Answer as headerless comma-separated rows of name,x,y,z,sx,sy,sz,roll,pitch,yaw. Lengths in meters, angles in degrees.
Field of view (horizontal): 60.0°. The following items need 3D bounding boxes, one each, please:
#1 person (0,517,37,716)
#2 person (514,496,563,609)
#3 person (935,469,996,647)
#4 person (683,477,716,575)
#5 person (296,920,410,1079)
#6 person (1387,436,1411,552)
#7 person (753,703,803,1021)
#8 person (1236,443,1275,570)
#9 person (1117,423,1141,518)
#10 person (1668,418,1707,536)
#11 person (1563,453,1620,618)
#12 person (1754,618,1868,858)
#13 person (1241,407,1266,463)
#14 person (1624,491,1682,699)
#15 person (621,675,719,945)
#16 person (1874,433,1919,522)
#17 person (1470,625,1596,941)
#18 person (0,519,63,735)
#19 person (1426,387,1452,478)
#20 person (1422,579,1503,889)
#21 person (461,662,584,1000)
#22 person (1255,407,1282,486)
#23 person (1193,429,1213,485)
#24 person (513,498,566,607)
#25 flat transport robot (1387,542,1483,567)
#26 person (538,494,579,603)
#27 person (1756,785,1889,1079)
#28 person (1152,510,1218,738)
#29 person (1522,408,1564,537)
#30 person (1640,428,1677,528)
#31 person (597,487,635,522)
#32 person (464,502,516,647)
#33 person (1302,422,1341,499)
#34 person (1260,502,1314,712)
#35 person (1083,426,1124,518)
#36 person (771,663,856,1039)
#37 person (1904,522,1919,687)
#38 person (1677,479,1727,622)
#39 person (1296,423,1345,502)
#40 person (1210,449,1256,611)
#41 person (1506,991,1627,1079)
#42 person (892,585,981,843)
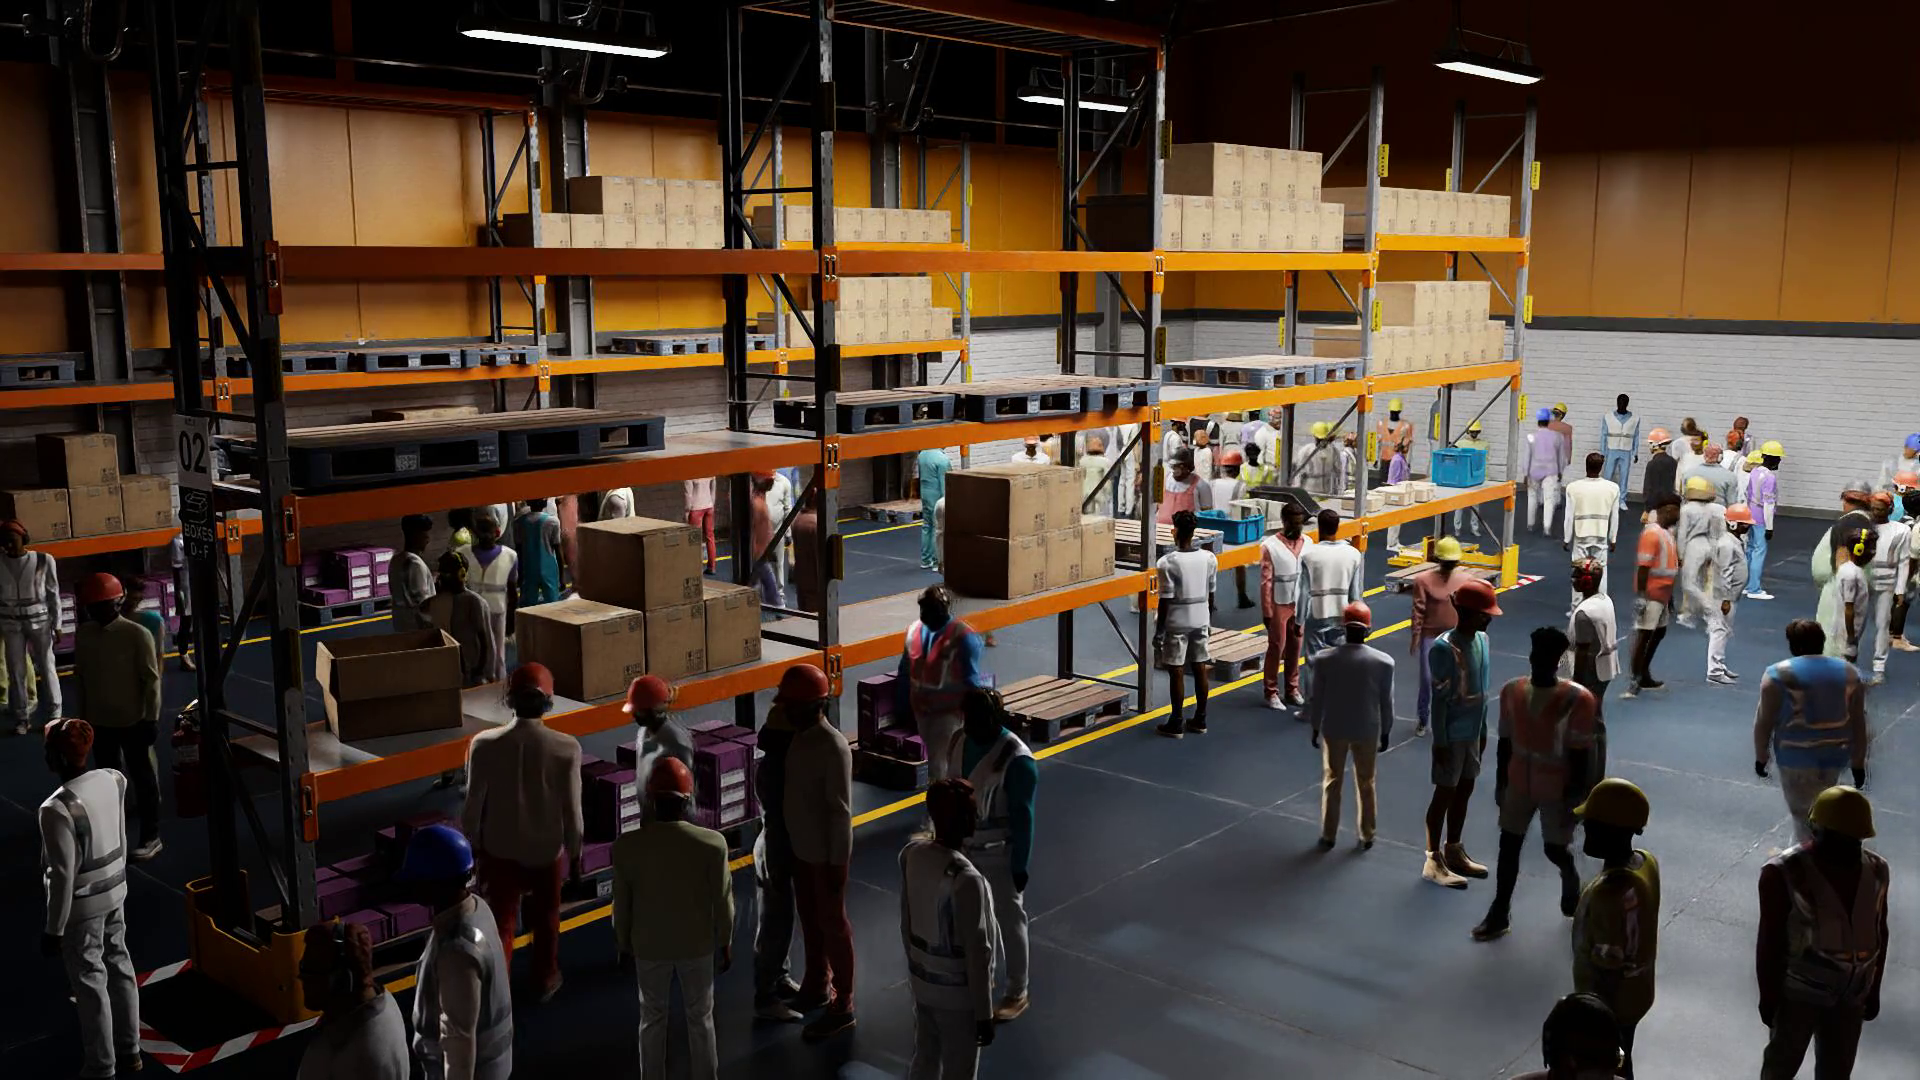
person,-8.595,0.675,14.879,0.656,1.833,0.398,0,10,1
person,-4.946,-0.156,19.214,0.685,2.000,0.538,-9,13,-43
person,0.063,0.186,17.629,0.670,1.900,0.409,2,10,13
person,-3.362,-0.393,21.442,0.304,1.772,0.525,7,12,37
person,-2.045,2.192,5.598,0.406,1.911,0.636,-4,10,-22
person,6.153,-0.644,23.363,0.313,1.631,0.525,3,10,18
person,-0.944,1.712,8.992,0.320,1.737,0.488,1,10,8
person,3.902,-0.457,22.120,0.578,1.668,0.576,2,10,10
person,2.678,-1.275,26.476,0.375,1.843,0.575,-4,10,-22
person,10.599,-0.883,24.290,0.519,1.795,0.967,2,10,11
person,7.141,-0.032,18.844,0.591,1.920,0.393,1,10,9
person,5.417,1.394,10.703,0.632,1.791,0.889,0,10,-3
person,4.581,-1.217,25.941,0.591,1.913,0.394,-7,12,-36
person,6.482,0.515,15.569,0.365,1.938,0.761,8,13,40
person,-1.688,1.607,9.598,0.508,1.727,0.600,-7,12,-35
person,11.989,-0.422,21.217,0.444,1.909,0.681,-9,13,-42
person,3.503,1.441,9.974,0.770,1.937,0.635,-9,13,-41
person,-8.055,0.747,14.319,0.584,1.877,0.361,-3,10,-18
person,8.328,-1.722,28.917,0.385,1.930,0.628,2,10,10
person,3.297,1.250,10.873,0.613,2.031,0.407,-9,13,-43
person,-2.326,1.644,8.793,0.668,1.942,0.991,0,10,-3
person,4.707,-1.043,24.951,0.654,1.899,0.398,-7,12,-37
person,3.545,-0.809,24.348,0.282,1.629,0.505,-3,10,-17
person,-4.221,0.357,16.736,0.506,1.847,0.343,1,10,5
flat transport robot,6.431,0.184,22.458,0.652,0.197,1.431,9,13,43
person,-4.805,-0.153,19.691,0.799,1.872,0.670,-9,13,-41
person,3.783,1.949,7.304,0.595,1.823,0.403,-1,10,-7
person,1.919,0.715,14.233,0.601,1.967,0.369,-5,11,-27
person,8.667,-1.002,24.733,0.601,1.903,1.016,3,10,15
person,8.719,-0.405,20.839,0.623,1.992,0.397,-8,13,-40
person,-3.874,0.026,18.761,0.429,1.837,0.623,-1,10,-4
person,-4.988,0.114,17.604,0.536,2.000,0.688,1,10,4
person,5.338,-0.897,24.627,0.775,1.712,0.516,-6,11,-32
person,2.962,0.597,15.127,0.597,1.909,0.405,-6,11,-32
person,2.020,-1.062,24.623,0.858,2.000,0.537,-9,13,-43
person,-0.779,1.619,8.795,0.407,1.986,0.616,-6,11,-33
person,9.506,0.419,16.101,0.607,1.932,0.958,9,13,44
person,8.357,0.127,18.769,0.505,1.627,0.282,2,10,13
person,4.962,-0.674,22.771,0.705,1.874,0.743,-3,10,-17
person,3.120,-0.106,19.343,0.714,1.924,0.559,-9,13,-44
person,1.812,2.277,4.993,0.631,1.940,0.372,-1,10,-4
person,-0.229,1.224,11.667,0.653,1.808,0.843,8,12,39
